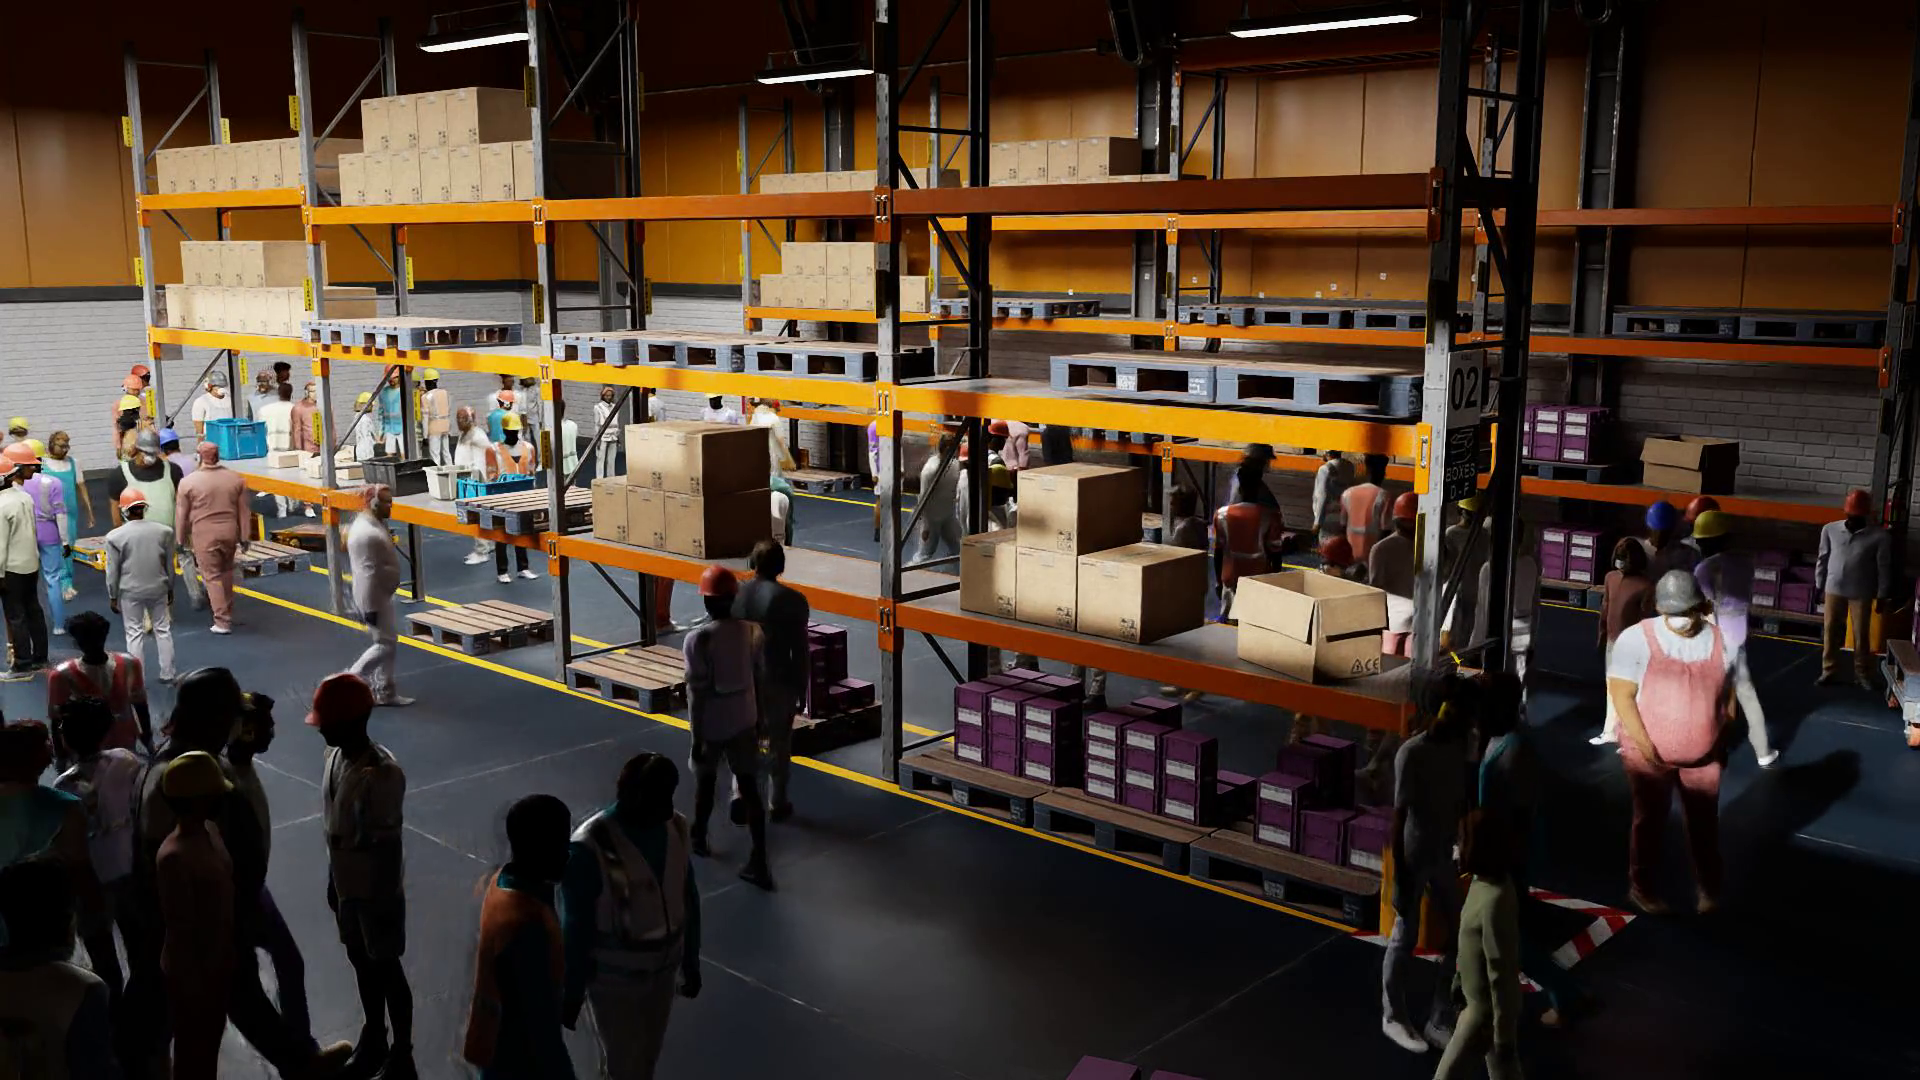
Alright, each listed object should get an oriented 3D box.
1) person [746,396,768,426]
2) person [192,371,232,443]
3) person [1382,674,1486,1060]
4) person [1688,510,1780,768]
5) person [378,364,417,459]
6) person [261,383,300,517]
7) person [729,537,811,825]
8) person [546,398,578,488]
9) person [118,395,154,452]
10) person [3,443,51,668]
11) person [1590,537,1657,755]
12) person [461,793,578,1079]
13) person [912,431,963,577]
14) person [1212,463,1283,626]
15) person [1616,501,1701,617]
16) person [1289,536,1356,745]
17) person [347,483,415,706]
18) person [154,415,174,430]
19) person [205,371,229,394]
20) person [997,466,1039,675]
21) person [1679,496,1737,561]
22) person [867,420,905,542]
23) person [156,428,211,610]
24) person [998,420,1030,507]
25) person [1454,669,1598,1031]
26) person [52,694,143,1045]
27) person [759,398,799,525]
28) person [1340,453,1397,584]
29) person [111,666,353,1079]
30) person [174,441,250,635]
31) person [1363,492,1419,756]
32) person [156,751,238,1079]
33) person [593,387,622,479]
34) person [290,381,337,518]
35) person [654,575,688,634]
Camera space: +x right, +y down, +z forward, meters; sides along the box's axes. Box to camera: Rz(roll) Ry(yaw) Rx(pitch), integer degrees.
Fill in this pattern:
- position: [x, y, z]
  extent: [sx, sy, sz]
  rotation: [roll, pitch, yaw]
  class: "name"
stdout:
- position: [-2.961, -1.387, 24.391]
  extent: [0.354, 1.740, 0.575]
  rotation: [-1, 10, -8]
  class: "person"
- position: [-10.416, -1.381, 23.501]
  extent: [0.535, 2.000, 0.681]
  rotation: [8, 13, 38]
  class: "person"
- position: [2.202, 1.522, 7.648]
  extent: [0.545, 1.836, 0.658]
  rotation: [-7, 12, -33]
  class: "person"
- position: [5.621, 0.723, 12.114]
  extent: [0.684, 1.875, 0.622]
  rotation: [-4, 11, -20]
  class: "person"
- position: [-8.472, -1.646, 25.033]
  extent: [0.614, 2.034, 0.405]
  rotation: [3, 10, 15]
  class: "person"
- position: [-9.563, -1.288, 23.511]
  extent: [0.623, 1.850, 1.057]
  rotation: [-3, 10, -17]
  class: "person"
- position: [-1.274, 0.936, 10.748]
  extent: [0.640, 1.919, 0.623]
  rotation: [2, 10, 11]
  class: "person"
- position: [-4.946, -0.824, 20.696]
  extent: [0.392, 1.920, 0.590]
  rotation: [3, 10, 14]
  class: "person"
- position: [-10.354, -0.870, 20.978]
  extent: [0.400, 1.915, 0.588]
  rotation: [0, 10, 1]
  class: "person"
- position: [-8.405, 0.140, 14.949]
  extent: [0.434, 2.033, 0.609]
  rotation: [-7, 12, -35]
  class: "person"
- position: [4.976, 0.785, 12.435]
  extent: [0.277, 1.627, 0.503]
  rotation: [-4, 11, -21]
  class: "person"
- position: [-1.602, 1.822, 5.934]
  extent: [0.943, 1.891, 0.581]
  rotation: [-2, 10, -12]
  class: "person"
- position: [-0.160, -0.189, 17.229]
  extent: [0.976, 1.878, 0.637]
  rotation: [7, 12, 34]
  class: "person"
- position: [2.426, 0.331, 14.030]
  extent: [0.605, 1.966, 0.367]
  rotation: [4, 11, 23]
  class: "person"
- position: [5.253, 0.616, 12.624]
  extent: [0.603, 1.911, 0.853]
  rotation: [2, 10, 13]
  class: "person"
- position: [2.679, 0.815, 12.009]
  extent: [0.577, 1.704, 0.841]
  rotation: [-7, 12, -36]
  class: "person"
- position: [-4.770, 0.469, 13.509]
  extent: [0.489, 1.881, 0.649]
  rotation: [-2, 10, -10]
  class: "person"
- position: [-9.861, -0.719, 20.729]
  extent: [0.319, 1.697, 0.532]
  rotation: [-6, 12, -30]
  class: "person"
- position: [-11.036, -1.563, 24.860]
  extent: [0.372, 1.930, 0.627]
  rotation: [-2, 10, -10]
  class: "person"
- position: [0.532, 0.281, 14.572]
  extent: [0.350, 1.879, 0.578]
  rotation: [3, 11, 18]
  class: "person"
- position: [5.561, 0.619, 12.536]
  extent: [0.407, 1.928, 0.553]
  rotation: [-5, 11, -25]
  class: "person"
- position: [-0.914, -0.907, 21.181]
  extent: [0.390, 1.920, 0.549]
  rotation: [10, 14, 43]
  class: "person"
- position: [-8.042, -0.215, 17.295]
  extent: [0.687, 1.900, 0.488]
  rotation: [-6, 12, -32]
  class: "person"
- position: [0.631, -0.815, 20.619]
  extent: [0.370, 1.932, 0.626]
  rotation: [-8, 13, -39]
  class: "person"
- position: [2.671, 1.495, 7.866]
  extent: [0.583, 1.820, 0.563]
  rotation: [2, 10, 11]
  class: "person"
- position: [-4.062, 1.556, 7.860]
  extent: [0.320, 1.698, 0.531]
  rotation: [2, 10, 9]
  class: "person"
- position: [-2.445, -1.055, 22.278]
  extent: [0.608, 1.819, 0.612]
  rotation: [-3, 11, -19]
  class: "person"
- position: [3.741, 0.131, 15.345]
  extent: [0.980, 1.914, 0.647]
  rotation: [-9, 14, -42]
  class: "person"
- position: [-3.306, 1.489, 7.272]
  extent: [1.042, 2.000, 0.700]
  rotation: [-5, 11, -24]
  class: "person"
- position: [-7.401, -0.034, 16.365]
  extent: [0.846, 1.878, 0.648]
  rotation: [9, 13, 41]
  class: "person"
- position: [3.291, 0.619, 12.357]
  extent: [0.627, 1.985, 0.409]
  rotation: [-5, 11, -28]
  class: "person"
- position: [-3.068, 1.715, 6.772]
  extent: [0.315, 1.769, 0.524]
  rotation: [-2, 10, -9]
  class: "person"
- position: [-5.406, -1.530, 25.485]
  extent: [0.312, 1.638, 0.512]
  rotation: [7, 12, 33]
  class: "person"
- position: [-8.998, -1.276, 23.286]
  extent: [0.407, 1.906, 0.654]
  rotation: [8, 13, 38]
  class: "person"
- position: [-2.903, -0.028, 16.238]
  extent: [0.411, 1.906, 0.602]
  rotation: [-7, 12, -35]
  class: "person"
